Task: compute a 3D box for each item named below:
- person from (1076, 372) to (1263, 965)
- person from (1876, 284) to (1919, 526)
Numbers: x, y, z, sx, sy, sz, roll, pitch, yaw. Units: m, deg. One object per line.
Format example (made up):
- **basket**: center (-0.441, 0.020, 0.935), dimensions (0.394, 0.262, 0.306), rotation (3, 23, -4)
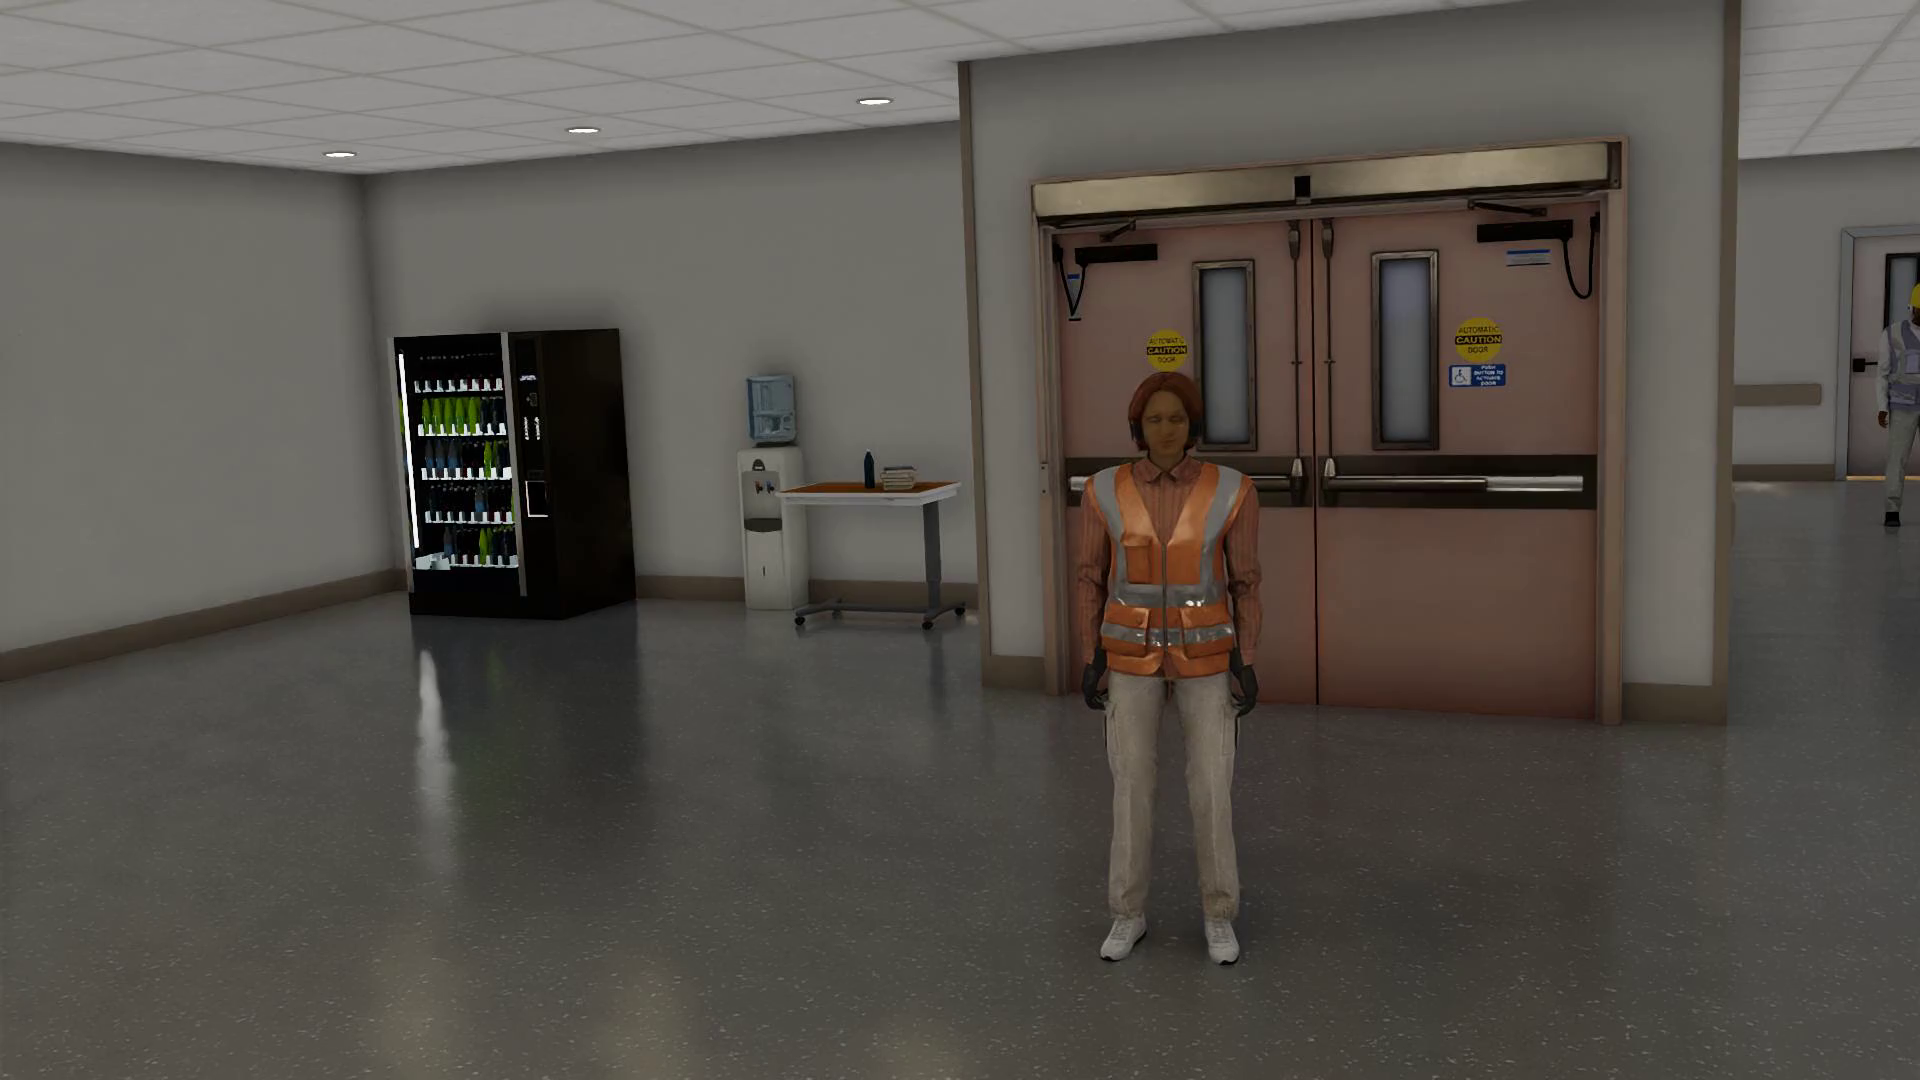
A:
- **person**: center (0.582, 0.355, 4.614), dimensions (0.514, 1.638, 0.308), rotation (-1, 8, 12)
- **person**: center (7.123, -1.003, 12.326), dimensions (0.588, 1.822, 0.403), rotation (0, 8, 19)
